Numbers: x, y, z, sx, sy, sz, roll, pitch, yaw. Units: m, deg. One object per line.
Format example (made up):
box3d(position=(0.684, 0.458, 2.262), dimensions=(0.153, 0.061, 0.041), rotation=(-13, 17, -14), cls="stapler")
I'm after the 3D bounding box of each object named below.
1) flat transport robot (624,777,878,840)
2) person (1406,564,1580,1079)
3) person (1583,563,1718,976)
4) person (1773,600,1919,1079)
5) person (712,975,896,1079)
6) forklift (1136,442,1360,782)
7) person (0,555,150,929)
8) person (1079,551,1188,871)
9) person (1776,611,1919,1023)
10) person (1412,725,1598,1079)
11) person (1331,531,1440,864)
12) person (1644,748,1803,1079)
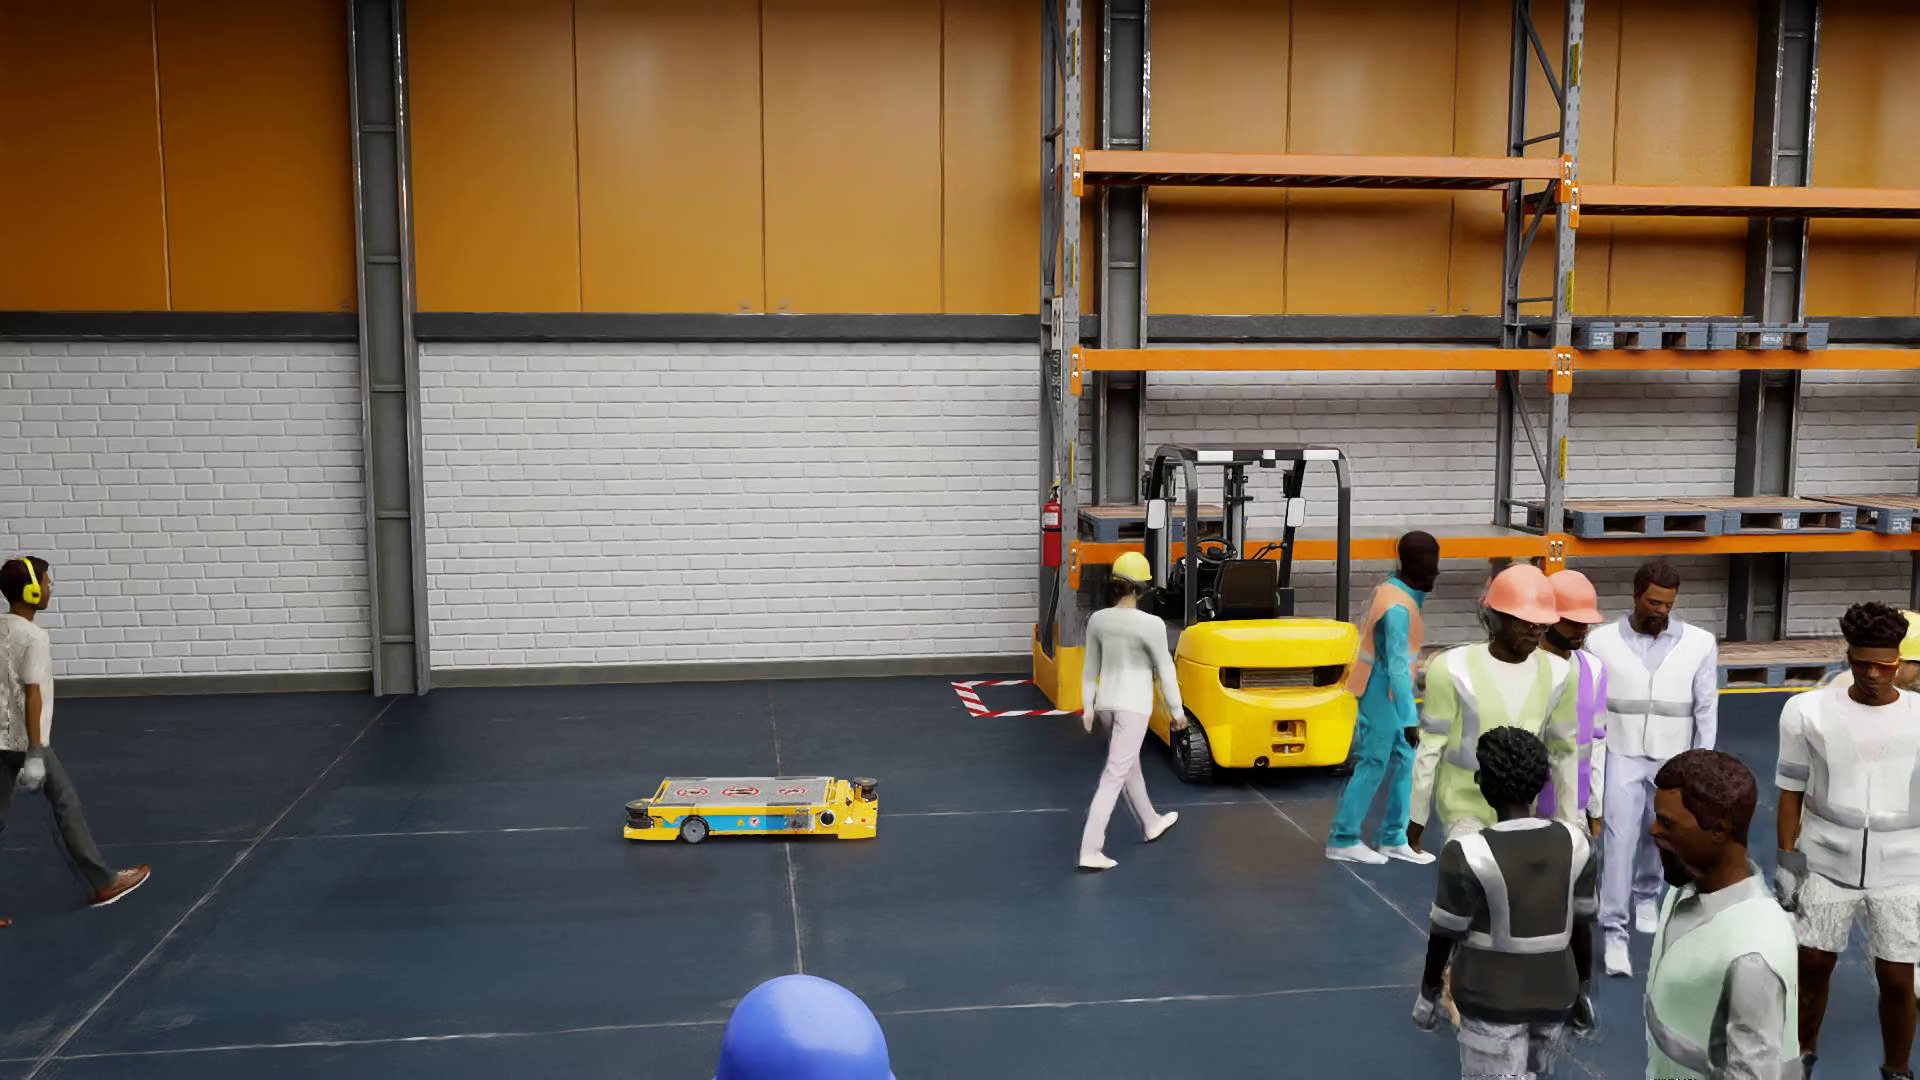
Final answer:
box3d(position=(-1.204, 1.568, 9.767), dimensions=(1.431, 0.197, 0.652), rotation=(0, 7, -2), cls="flat transport robot")
box3d(position=(2.134, 1.084, 6.530), dimensions=(0.618, 1.989, 0.995), rotation=(-1, 7, -9), cls="person")
box3d(position=(3.204, 1.016, 7.778), dimensions=(0.576, 1.857, 1.000), rotation=(2, 7, 15), cls="person")
box3d(position=(3.255, 1.173, 5.986), dimensions=(0.606, 1.945, 0.428), rotation=(4, 8, 30), cls="person")
box3d(position=(-0.179, 1.581, 2.436), dimensions=(0.415, 1.939, 0.605), rotation=(3, 7, 27), cls="person")
box3d(position=(1.912, 0.418, 11.496), dimensions=(1.214, 2.155, 2.313), rotation=(-1, 7, -8), cls="forklift")
box3d(position=(-4.549, 0.986, 8.168), dimensions=(0.580, 1.814, 0.979), rotation=(4, 8, 30), cls="person")
box3d(position=(0.947, 0.924, 9.163), dimensions=(0.946, 1.713, 0.537), rotation=(-5, 9, -40), cls="person")
box3d(position=(3.708, 1.158, 6.880), dimensions=(0.998, 1.762, 0.599), rotation=(2, 7, 16), cls="person")
box3d(position=(1.641, 1.392, 5.151), dimensions=(0.549, 1.670, 0.680), rotation=(-2, 7, -20), cls="person")
box3d(position=(2.319, 0.867, 8.976), dimensions=(0.654, 1.864, 0.621), rotation=(3, 7, 22), cls="person")
box3d(position=(1.839, 1.428, 3.944), dimensions=(0.670, 1.899, 0.626), rotation=(1, 7, 13), cls="person")
